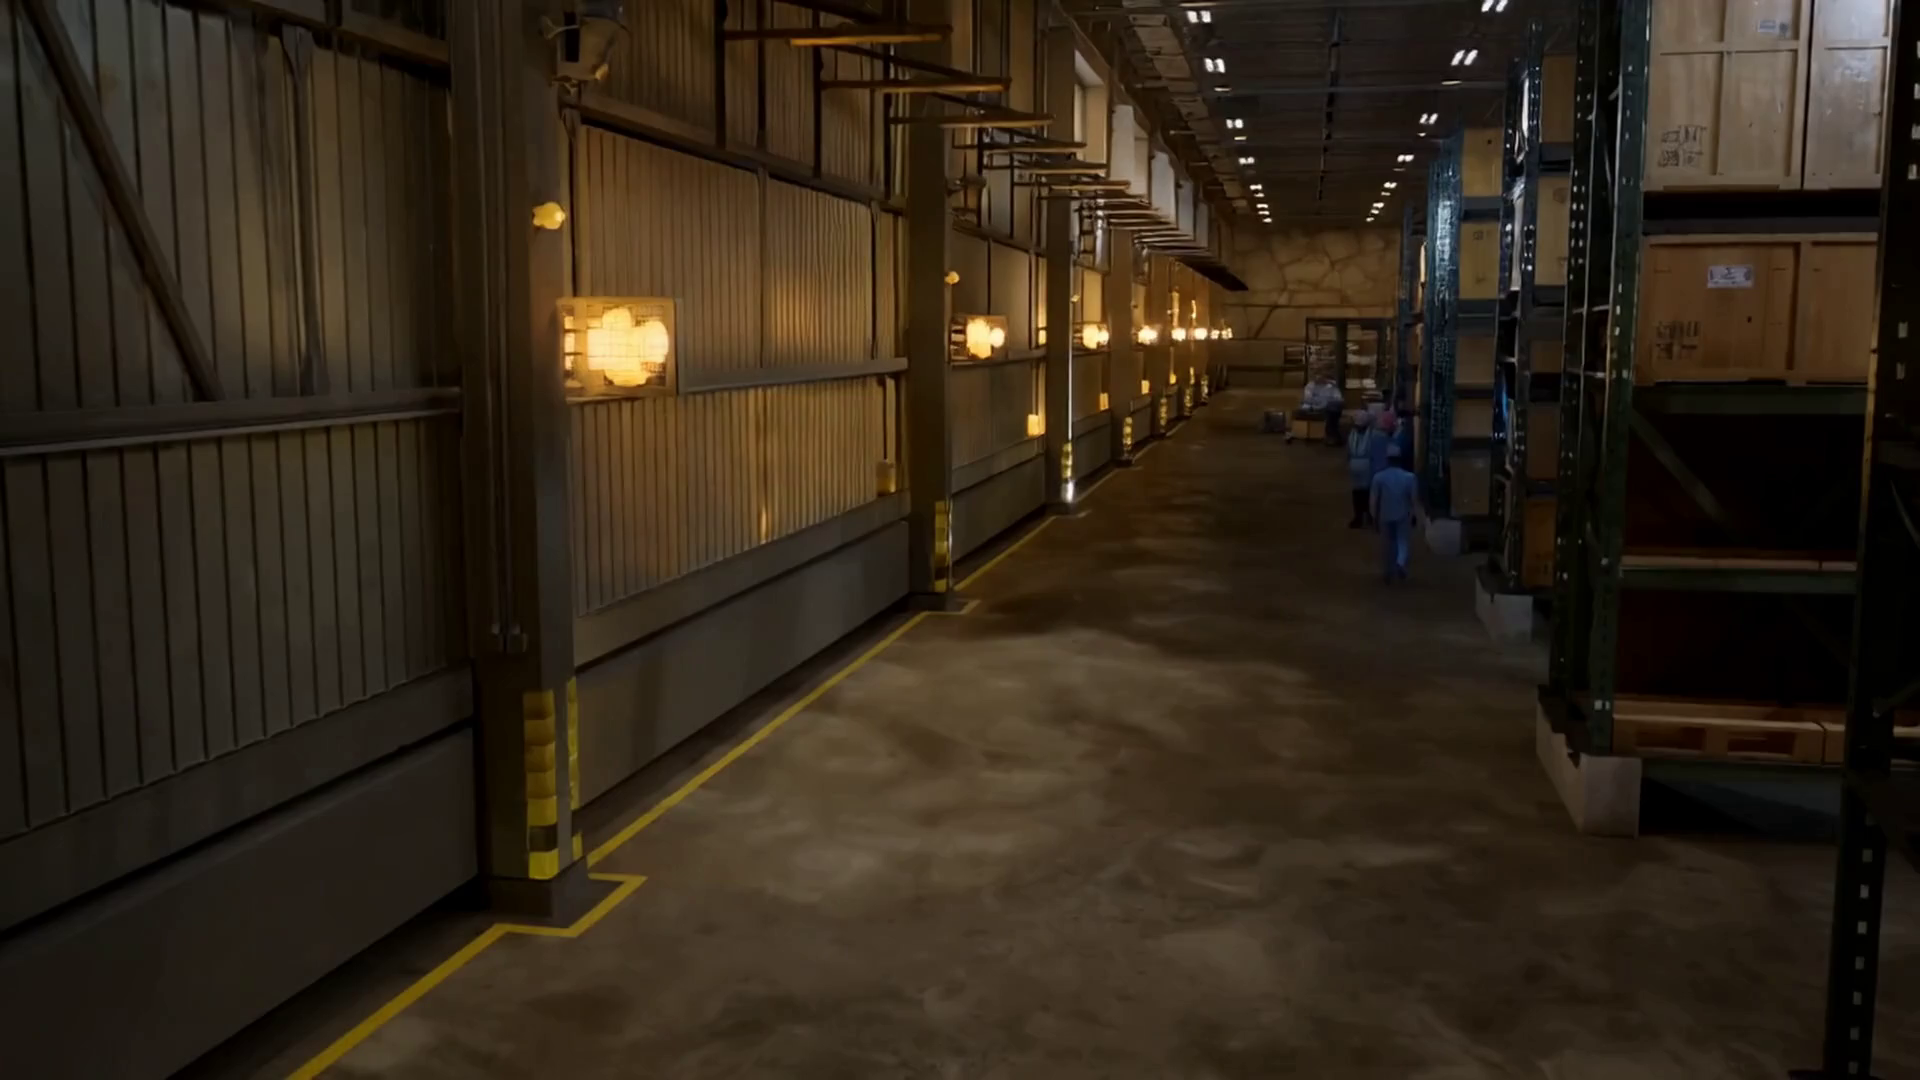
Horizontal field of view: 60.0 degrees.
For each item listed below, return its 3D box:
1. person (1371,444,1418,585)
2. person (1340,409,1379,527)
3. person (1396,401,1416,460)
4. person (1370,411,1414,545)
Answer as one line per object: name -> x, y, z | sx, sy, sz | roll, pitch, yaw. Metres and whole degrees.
person -> 5.311, -0.302, 20.341 | 0.573, 1.736, 0.644 | 2, 7, 12
person -> 6.338, -1.118, 26.242 | 0.681, 1.893, 0.533 | 6, 10, 42
person -> 8.591, -1.802, 32.145 | 0.585, 1.787, 0.663 | -3, 8, -23
person -> 6.302, -0.895, 24.261 | 0.619, 1.948, 0.837 | 2, 7, 13
